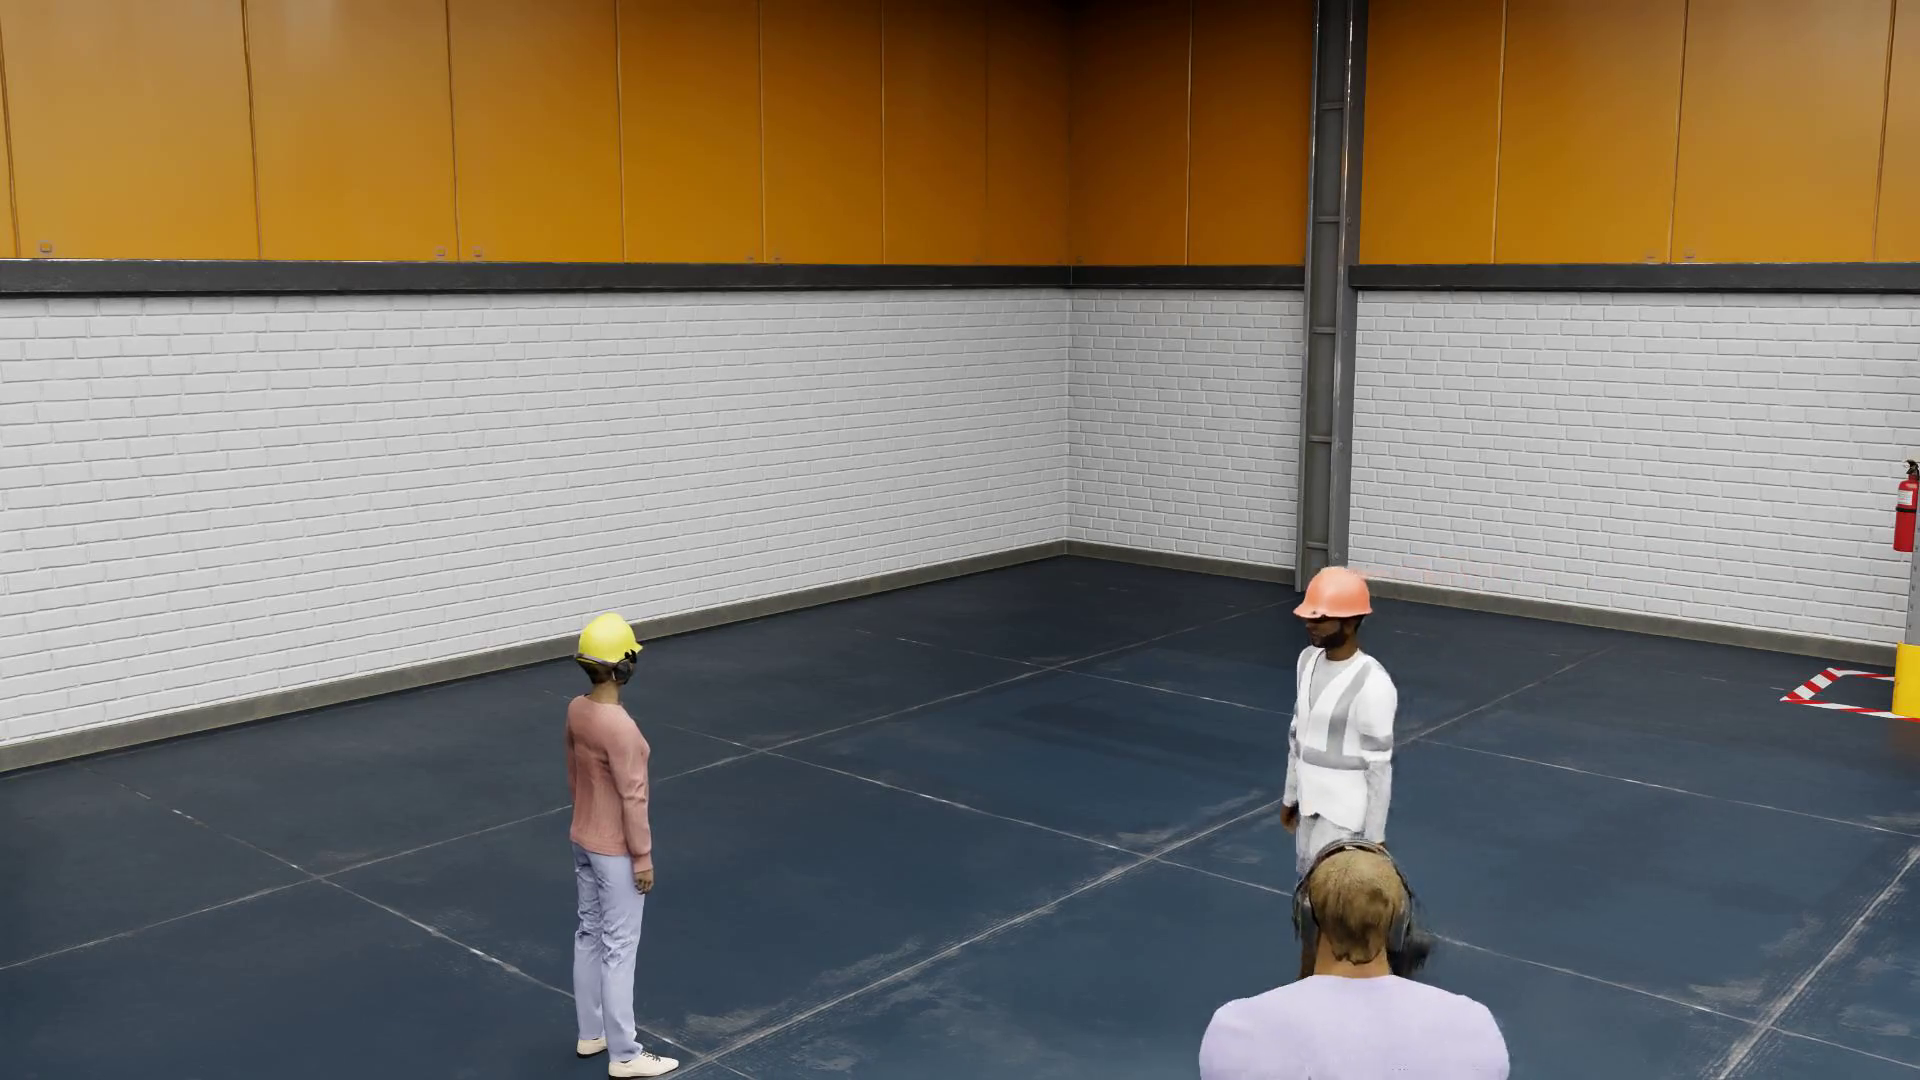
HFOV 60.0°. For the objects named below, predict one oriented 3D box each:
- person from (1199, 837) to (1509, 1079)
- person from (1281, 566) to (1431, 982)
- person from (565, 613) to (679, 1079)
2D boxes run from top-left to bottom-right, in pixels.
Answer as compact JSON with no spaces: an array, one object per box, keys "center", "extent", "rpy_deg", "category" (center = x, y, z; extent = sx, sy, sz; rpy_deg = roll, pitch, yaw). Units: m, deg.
[{"center":[0.806,1.556,3.399],"extent":[0.642,1.909,0.955],"rpy_deg":[0,9,0],"category":"person"},{"center":[1.542,1.037,6.611],"extent":[0.808,1.919,0.553],"rpy_deg":[-3,9,-17],"category":"person"},{"center":[-1.312,1.155,6.321],"extent":[0.309,1.771,0.523],"rpy_deg":[-7,11,-37],"category":"person"}]
